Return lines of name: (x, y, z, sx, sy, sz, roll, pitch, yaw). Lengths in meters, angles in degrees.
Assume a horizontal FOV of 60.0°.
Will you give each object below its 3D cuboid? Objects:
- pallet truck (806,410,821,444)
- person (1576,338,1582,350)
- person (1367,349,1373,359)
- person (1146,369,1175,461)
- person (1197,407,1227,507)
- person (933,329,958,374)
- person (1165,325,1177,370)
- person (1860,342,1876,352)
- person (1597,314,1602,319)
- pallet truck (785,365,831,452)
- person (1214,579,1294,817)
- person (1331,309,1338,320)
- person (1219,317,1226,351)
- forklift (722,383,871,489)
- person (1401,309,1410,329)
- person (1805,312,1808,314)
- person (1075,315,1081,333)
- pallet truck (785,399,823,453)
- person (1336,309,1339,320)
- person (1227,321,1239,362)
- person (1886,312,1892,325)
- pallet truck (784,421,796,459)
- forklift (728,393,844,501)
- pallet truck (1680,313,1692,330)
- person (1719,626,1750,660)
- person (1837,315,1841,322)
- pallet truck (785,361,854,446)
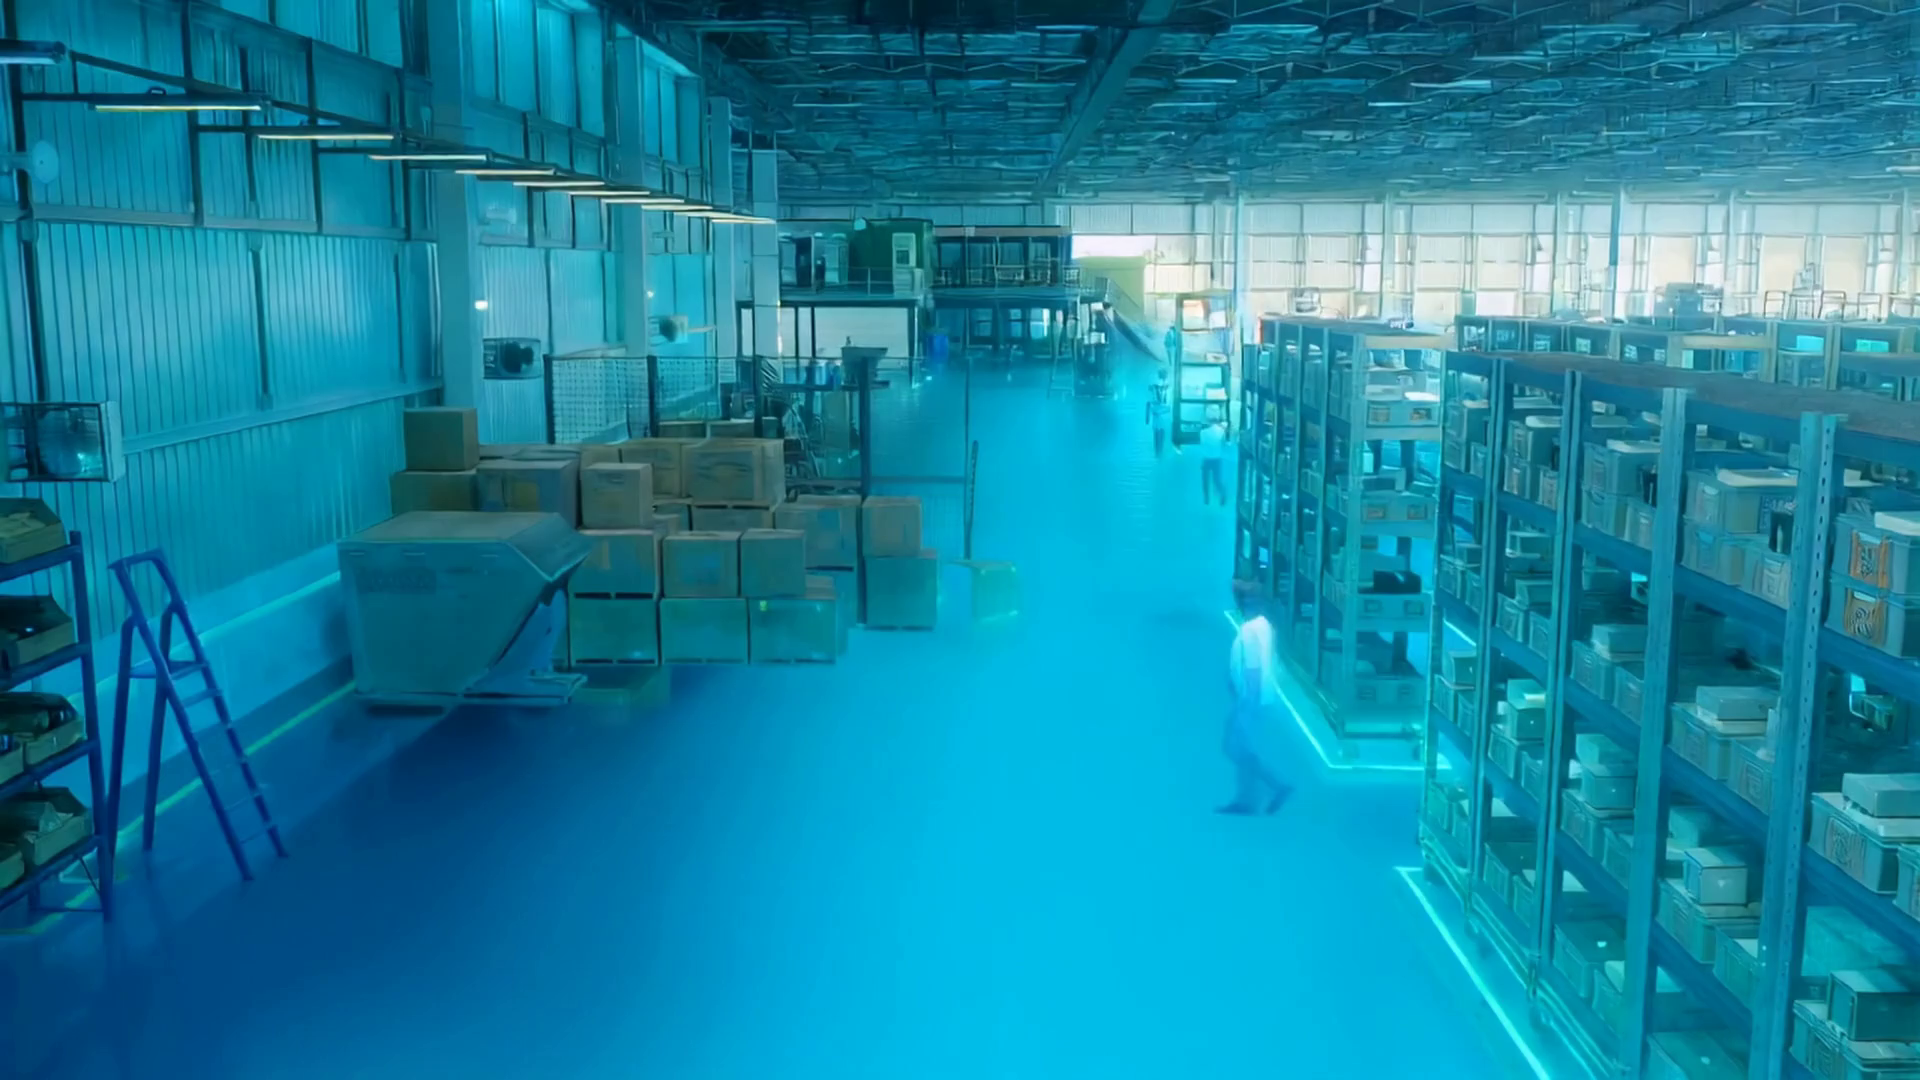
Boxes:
pallet truck: (-3.559, -2.018, 33.905, 1.522, 1.261, 0.704, 0, 9, -1)
person: (20.510, -5.864, 55.675, 0.579, 1.922, 0.408, 8, 12, 41)
person: (12.945, -5.238, 52.152, 0.403, 1.820, 0.594, -1, 9, -9)
person: (4.357, -2.748, 36.256, 0.608, 2.006, 0.958, -1, 9, -6)
person: (4.386, -1.417, 28.795, 0.526, 1.751, 0.459, -4, 10, -23)
person: (-0.607, -7.445, 65.848, 0.978, 1.802, 0.516, -1, 9, -7)
person: (8.846, -7.975, 68.965, 0.606, 1.832, 0.951, -2, 9, -14)
person: (31.529, -6.064, 57.809, 0.525, 1.632, 0.310, 6, 11, 31)
person: (30.839, -9.905, 80.245, 0.686, 2.000, 0.923, 8, 12, 39)
pallet truck: (-3.774, -2.976, 37.635, 1.885, 1.965, 0.823, 1, 9, 5)
person: (2.200, 1.194, 12.427, 0.495, 1.830, 0.572, 3, 10, 16)
person: (21.048, -12.052, 93.848, 0.587, 1.930, 0.611, 0, 9, -2)
person: (12.347, -9.467, 77.920, 0.374, 1.917, 0.597, 7, 12, 37)
forklift: (-2.893, -1.687, 28.729, 2.680, 1.987, 1.157, 0, 9, -1)
person: (25.207, -12.114, 94.263, 0.588, 1.918, 0.394, -5, 11, -31)
person: (44.744, -11.121, 88.062, 0.372, 1.940, 0.630, 7, 12, 38)
person: (6.895, -12.365, 95.846, 0.584, 1.911, 0.392, -5, 11, -29)
pallet truck: (-3.814, -2.432, 36.419, 1.630, 1.274, 0.653, 0, 9, 1)
person: (22.158, -12.692, 97.993, 0.335, 1.864, 0.521, 2, 9, 10)
person: (12.280, -8.959, 75.052, 0.574, 1.823, 0.993, -3, 10, -20)
person: (50.450, -11.447, 90.149, 0.622, 1.913, 0.576, -1, 9, -5)
pallet truck: (-4.013, -1.793, 32.705, 1.601, 1.201, 0.680, 0, 9, 1)
forklift: (-2.979, -1.316, 26.476, 2.680, 1.987, 1.157, 0, 9, 1)
pallet truck: (36.315, -10.531, 84.244, 0.823, 1.965, 1.885, -6, 11, -33)
person: (7.055, 0.650, 15.344, 0.606, 1.975, 0.813, -1, 9, -4)
person: (43.662, -10.231, 82.676, 0.725, 1.899, 0.589, 1, 9, 7)
pallet truck: (-3.410, -3.193, 38.978, 1.885, 1.965, 0.823, 0, 9, -1)
